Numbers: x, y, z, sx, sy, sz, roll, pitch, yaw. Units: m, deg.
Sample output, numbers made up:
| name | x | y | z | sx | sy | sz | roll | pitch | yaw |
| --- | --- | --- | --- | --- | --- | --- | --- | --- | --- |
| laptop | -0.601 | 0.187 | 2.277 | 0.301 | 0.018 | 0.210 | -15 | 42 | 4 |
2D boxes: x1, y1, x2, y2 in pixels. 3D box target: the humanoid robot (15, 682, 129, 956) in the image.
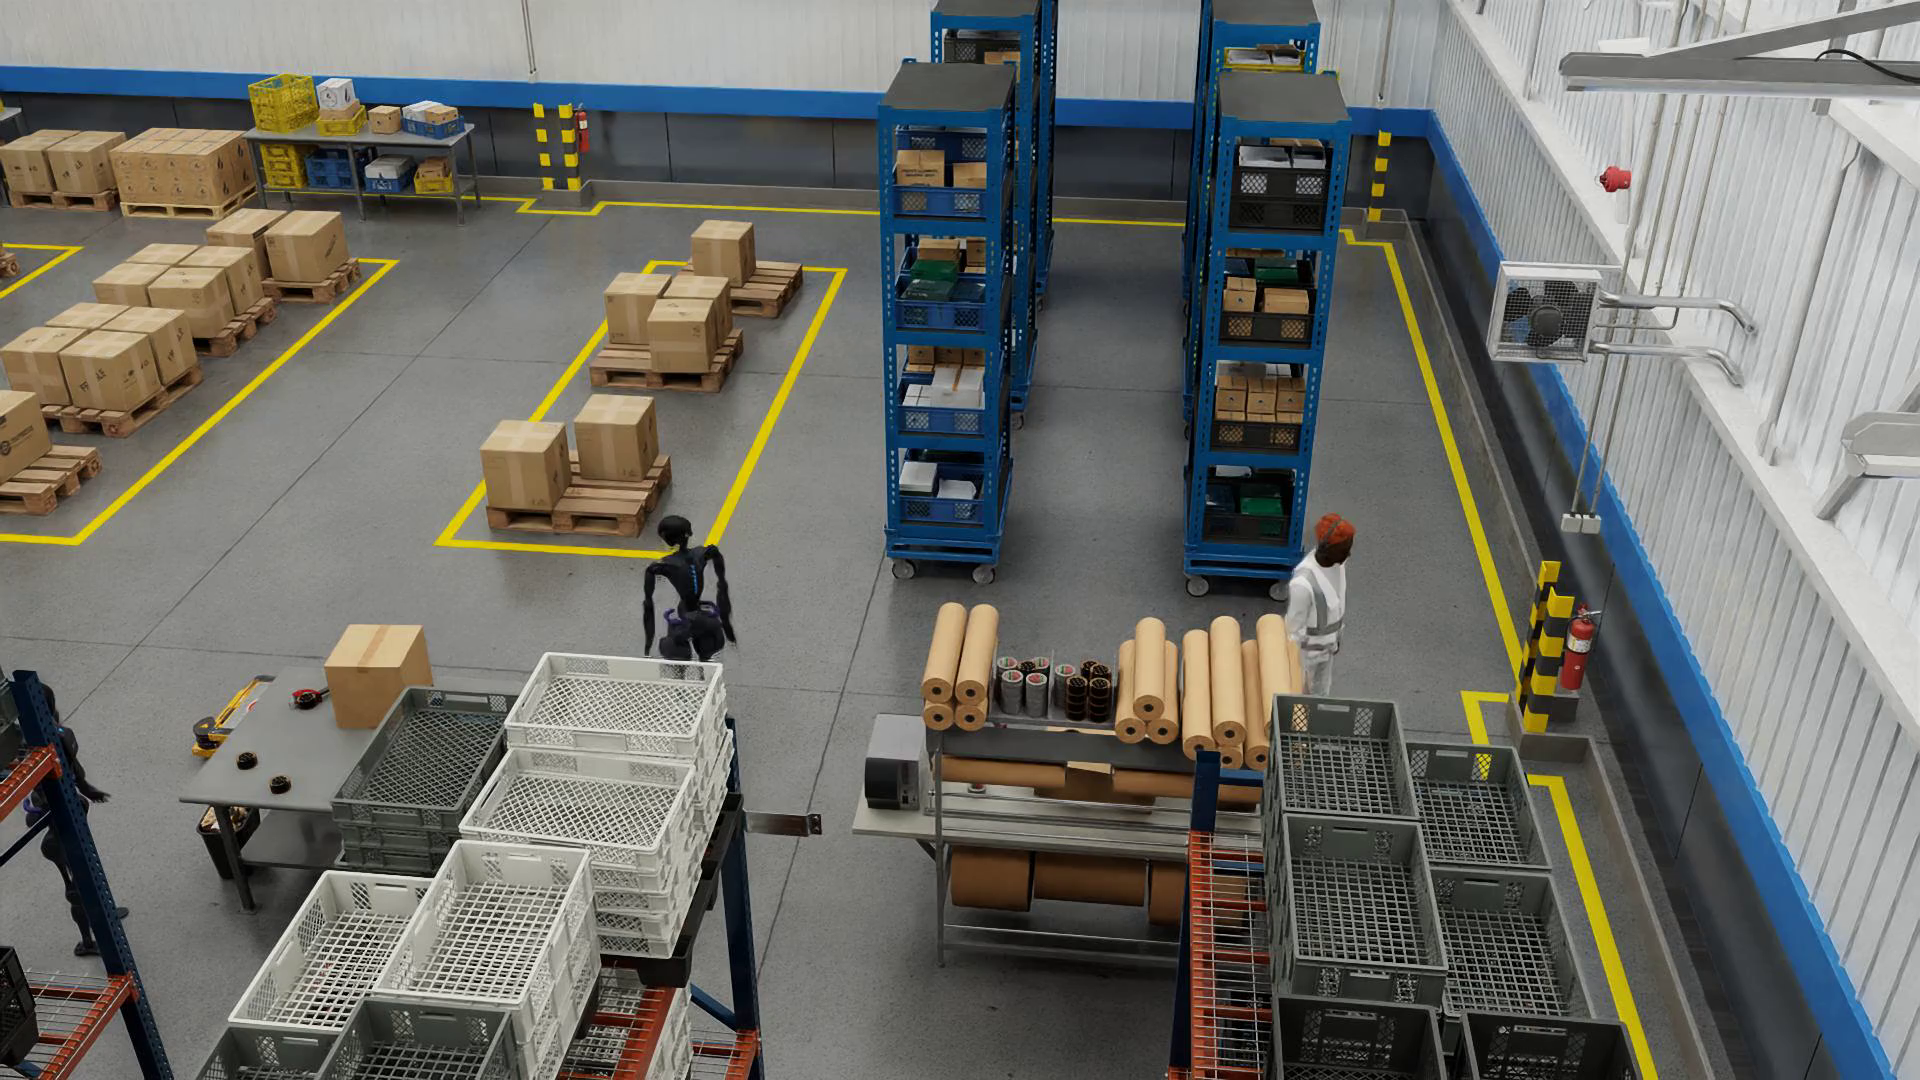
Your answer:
| name | x | y | z | sx | sy | sz | roll | pitch | yaw |
| --- | --- | --- | --- | --- | --- | --- | --- | --- | --- |
| humanoid robot | -4.704 | 1.444 | 8.779 | 0.331 | 1.657 | 0.599 | -8 | 31 | -13 |

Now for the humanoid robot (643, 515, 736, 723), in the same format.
| name | x | y | z | sx | sy | sz | roll | pitch | yaw |
| --- | --- | --- | --- | --- | --- | --- | --- | --- | --- |
| humanoid robot | -1.668 | 0.574 | 10.352 | 0.601 | 1.638 | 0.666 | -18 | 35 | -27 |

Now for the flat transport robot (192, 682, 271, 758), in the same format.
| name | x | y | z | sx | sy | sz | roll | pitch | yaw |
| --- | --- | --- | --- | --- | --- | --- | --- | --- | --- |
| flat transport robot | -4.089 | 1.163 | 10.648 | 1.431 | 0.197 | 0.652 | 3 | 30 | 6 |

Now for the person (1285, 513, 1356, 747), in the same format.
| name | x | y | z | sx | sy | sz | roll | pitch | yaw |
| --- | --- | --- | --- | --- | --- | --- | --- | --- | --- |
| person | 2.129 | 0.666 | 9.943 | 0.417 | 1.875 | 0.587 | 20 | 36 | 30 |
